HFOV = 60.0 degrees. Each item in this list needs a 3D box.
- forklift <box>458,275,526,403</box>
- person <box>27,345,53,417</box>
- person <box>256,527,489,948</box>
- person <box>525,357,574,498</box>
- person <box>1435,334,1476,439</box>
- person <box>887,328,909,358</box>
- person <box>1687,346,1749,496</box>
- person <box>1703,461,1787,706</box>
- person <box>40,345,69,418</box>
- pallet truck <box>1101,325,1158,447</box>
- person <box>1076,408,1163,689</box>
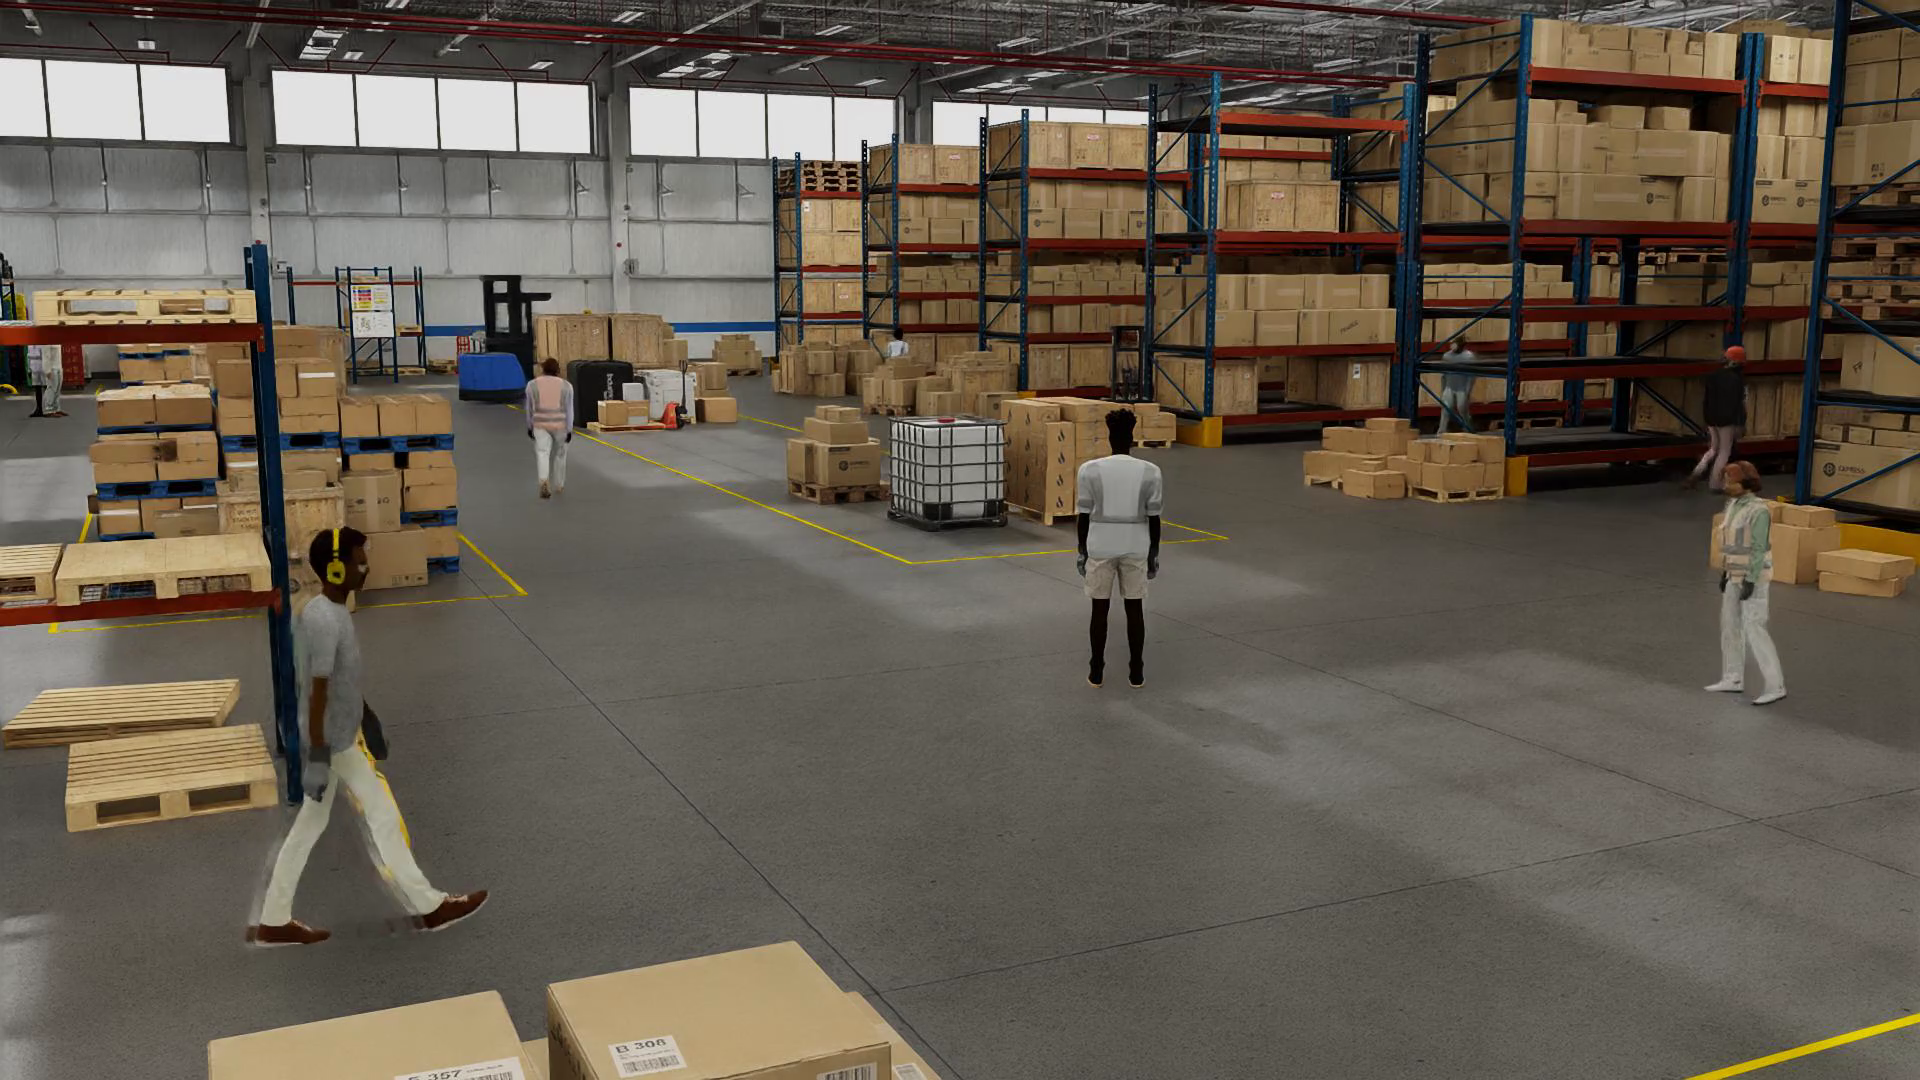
[{"bbox_3d":[-10.176,-4.497,36.988,1.129,2.768,1.873,5,10,29],"label":"forklift"},{"bbox_3d":[-18.325,-3.399,33.112,0.543,1.933,0.364,2,9,10],"label":"person"},{"bbox_3d":[-2.587,0.846,7.125,0.980,1.816,0.524,-4,10,-23],"label":"person"},{"bbox_3d":[-5.293,-1.458,21.484,0.616,1.806,0.895,-2,9,-12],"label":"person"},{"bbox_3d":[8.048,-2.401,27.042,1.013,1.883,0.651,-9,13,-44],"label":"person"},{"bbox_3d":[-1.311,-3.783,36.298,0.546,1.660,0.832,4,10,24],"label":"person"},{"bbox_3d":[9.819,-1.521,21.410,0.453,1.955,0.633,-3,10,-17],"label":"person"},{"bbox_3d":[5.334,0.281,11.211,0.445,1.629,0.635,0,9,2],"label":"person"},{"bbox_3d":[-18.033,-3.387,33.071,0.362,1.929,0.629,-1,9,-8],"label":"person"},{"bbox_3d":[2.881,-2.596,27.923,0.823,1.965,1.885,-1,9,-7],"label":"pallet truck"},{"bbox_3d":[1.102,0.066,11.552,0.599,1.959,0.377,0,9,-1],"label":"person"}]
